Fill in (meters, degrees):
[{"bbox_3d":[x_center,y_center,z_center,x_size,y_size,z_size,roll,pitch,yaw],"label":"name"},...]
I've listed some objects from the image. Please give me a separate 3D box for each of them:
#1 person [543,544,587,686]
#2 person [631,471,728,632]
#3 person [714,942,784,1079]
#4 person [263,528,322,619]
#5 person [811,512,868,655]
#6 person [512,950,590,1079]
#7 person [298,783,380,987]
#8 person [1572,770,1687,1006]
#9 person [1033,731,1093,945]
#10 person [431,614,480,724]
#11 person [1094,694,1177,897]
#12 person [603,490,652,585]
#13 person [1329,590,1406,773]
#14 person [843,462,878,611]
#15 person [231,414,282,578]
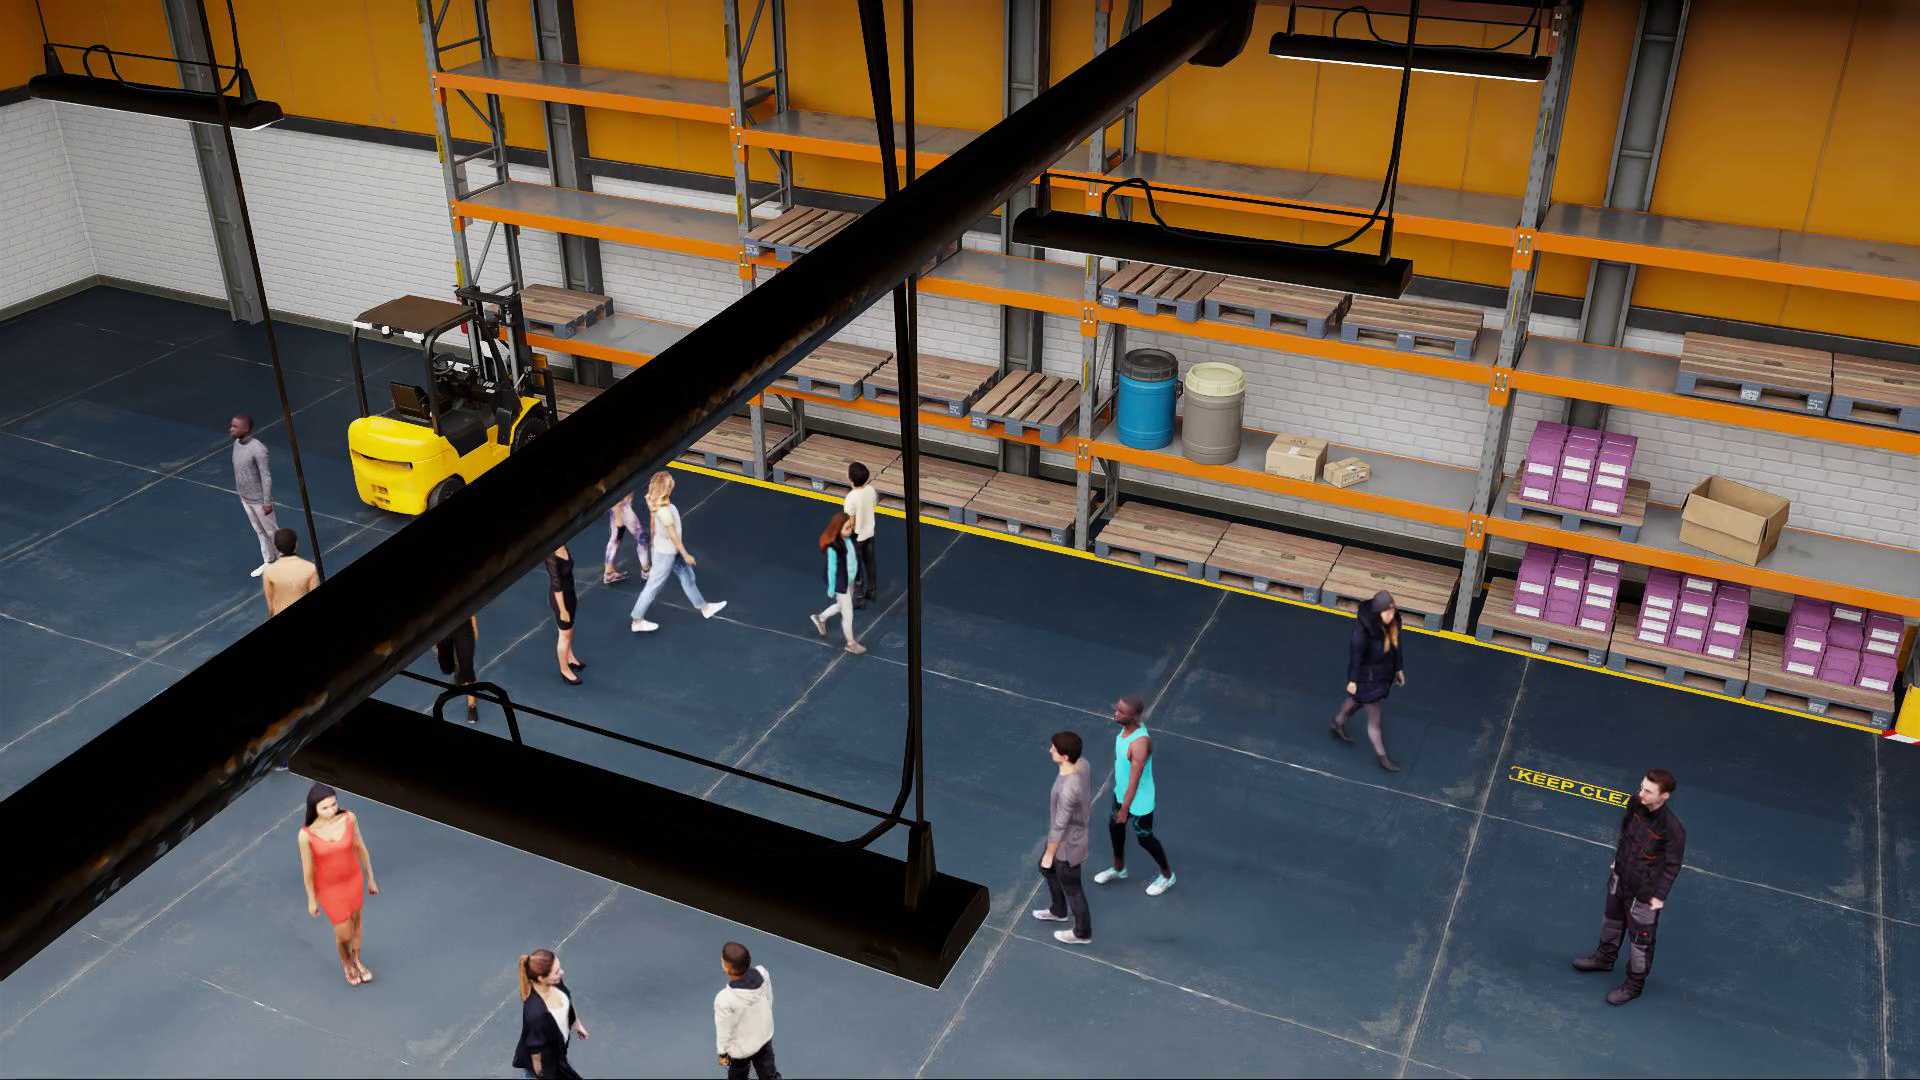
[{"bbox_3d":[-3.650,0.546,15.308,0.605,1.674,0.626,-2,29,-4],"label":"person"},{"bbox_3d":[-2.917,0.177,16.002,1.232,1.656,1.161,-9,30,-16],"label":"person"},{"bbox_3d":[-1.303,3.219,10.657,0.828,1.434,1.005,-25,37,-38],"label":"person"},{"bbox_3d":[-5.954,0.741,14.935,1.092,1.688,1.210,-12,31,-21],"label":"person"},{"bbox_3d":[-1.173,0.374,15.822,0.859,1.482,0.578,11,31,20],"label":"person"},{"bbox_3d":[-2.670,3.235,10.424,1.237,1.628,0.965,-1,29,-1],"label":"person"},{"bbox_3d":[-4.455,2.417,11.838,0.677,1.711,0.692,24,37,37],"label":"person"},{"bbox_3d":[4.753,2.397,11.666,0.817,1.911,0.762,-9,30,-17],"label":"person"},{"bbox_3d":[0.878,2.195,12.116,0.795,1.835,0.767,5,29,8],"label":"person"},{"bbox_3d":[-4.534,0.807,14.857,0.935,1.647,0.944,-7,29,-13],"label":"person"},{"bbox_3d":[1.400,1.948,12.620,0.974,1.786,0.878,-7,29,-13],"label":"person"},{"bbox_3d":[-3.478,-0.286,16.774,1.048,1.729,0.966,-8,30,-14],"label":"person"},{"bbox_3d":[3.468,1.136,14.269,0.969,1.632,1.170,-21,35,-33],"label":"person"},{"bbox_3d":[-0.988,-0.046,16.481,0.558,1.587,0.637,21,35,34],"label":"person"},{"bbox_3d":[-7.151,-0.448,16.956,0.564,1.839,0.782,19,34,31],"label":"person"}]
